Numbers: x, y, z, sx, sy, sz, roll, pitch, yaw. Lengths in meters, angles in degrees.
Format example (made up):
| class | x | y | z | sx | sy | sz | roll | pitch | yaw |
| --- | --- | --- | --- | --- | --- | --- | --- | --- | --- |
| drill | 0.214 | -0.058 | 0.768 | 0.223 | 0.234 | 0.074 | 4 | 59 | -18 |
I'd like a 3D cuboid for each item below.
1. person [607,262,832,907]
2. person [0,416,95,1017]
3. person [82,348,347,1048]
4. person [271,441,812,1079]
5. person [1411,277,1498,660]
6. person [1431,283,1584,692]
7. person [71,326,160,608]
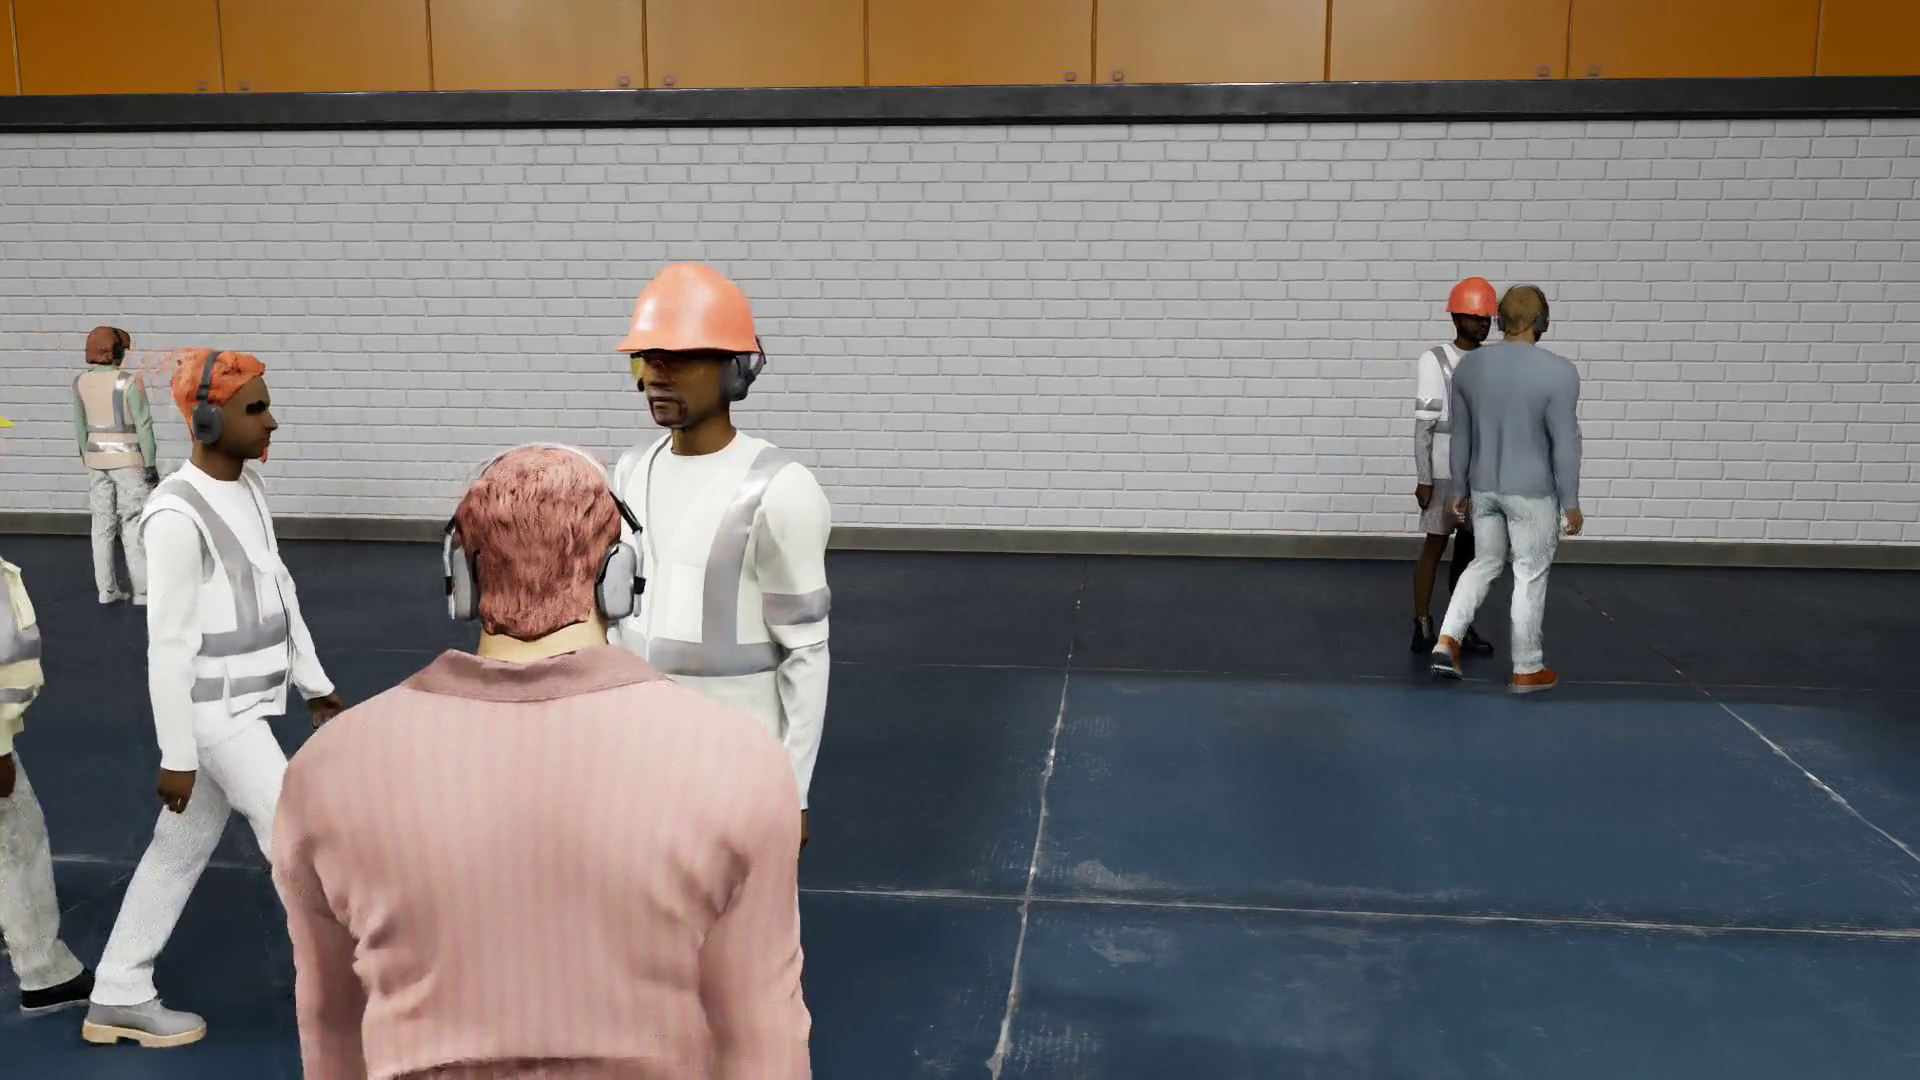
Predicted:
| class | x | y | z | sx | sy | sz | roll | pitch | yaw |
| --- | --- | --- | --- | --- | --- | --- | --- | --- | --- |
| person | -0.545 | 0.450 | 3.518 | 0.612 | 2.048 | 0.363 | 8 | 13 | 39 |
| person | -2.644 | 0.450 | 4.219 | 0.820 | 1.808 | 0.597 | -7 | 12 | -36 |
| person | -1.844 | 0.430 | 4.257 | 0.985 | 1.831 | 0.593 | -2 | 10 | -10 |
| person | -0.511 | 0.803 | 2.089 | 0.654 | 1.852 | 1.033 | 0 | 10 | -2 |
| person | 2.556 | -0.356 | 8.443 | 0.552 | 1.935 | 0.369 | -5 | 11 | -26 |
| person | 2.560 | -0.221 | 7.700 | 0.647 | 1.926 | 0.649 | -7 | 12 | -36 |
| person | -4.888 | -0.417 | 9.658 | 0.511 | 1.637 | 0.307 | 3 | 10 | 15 |
